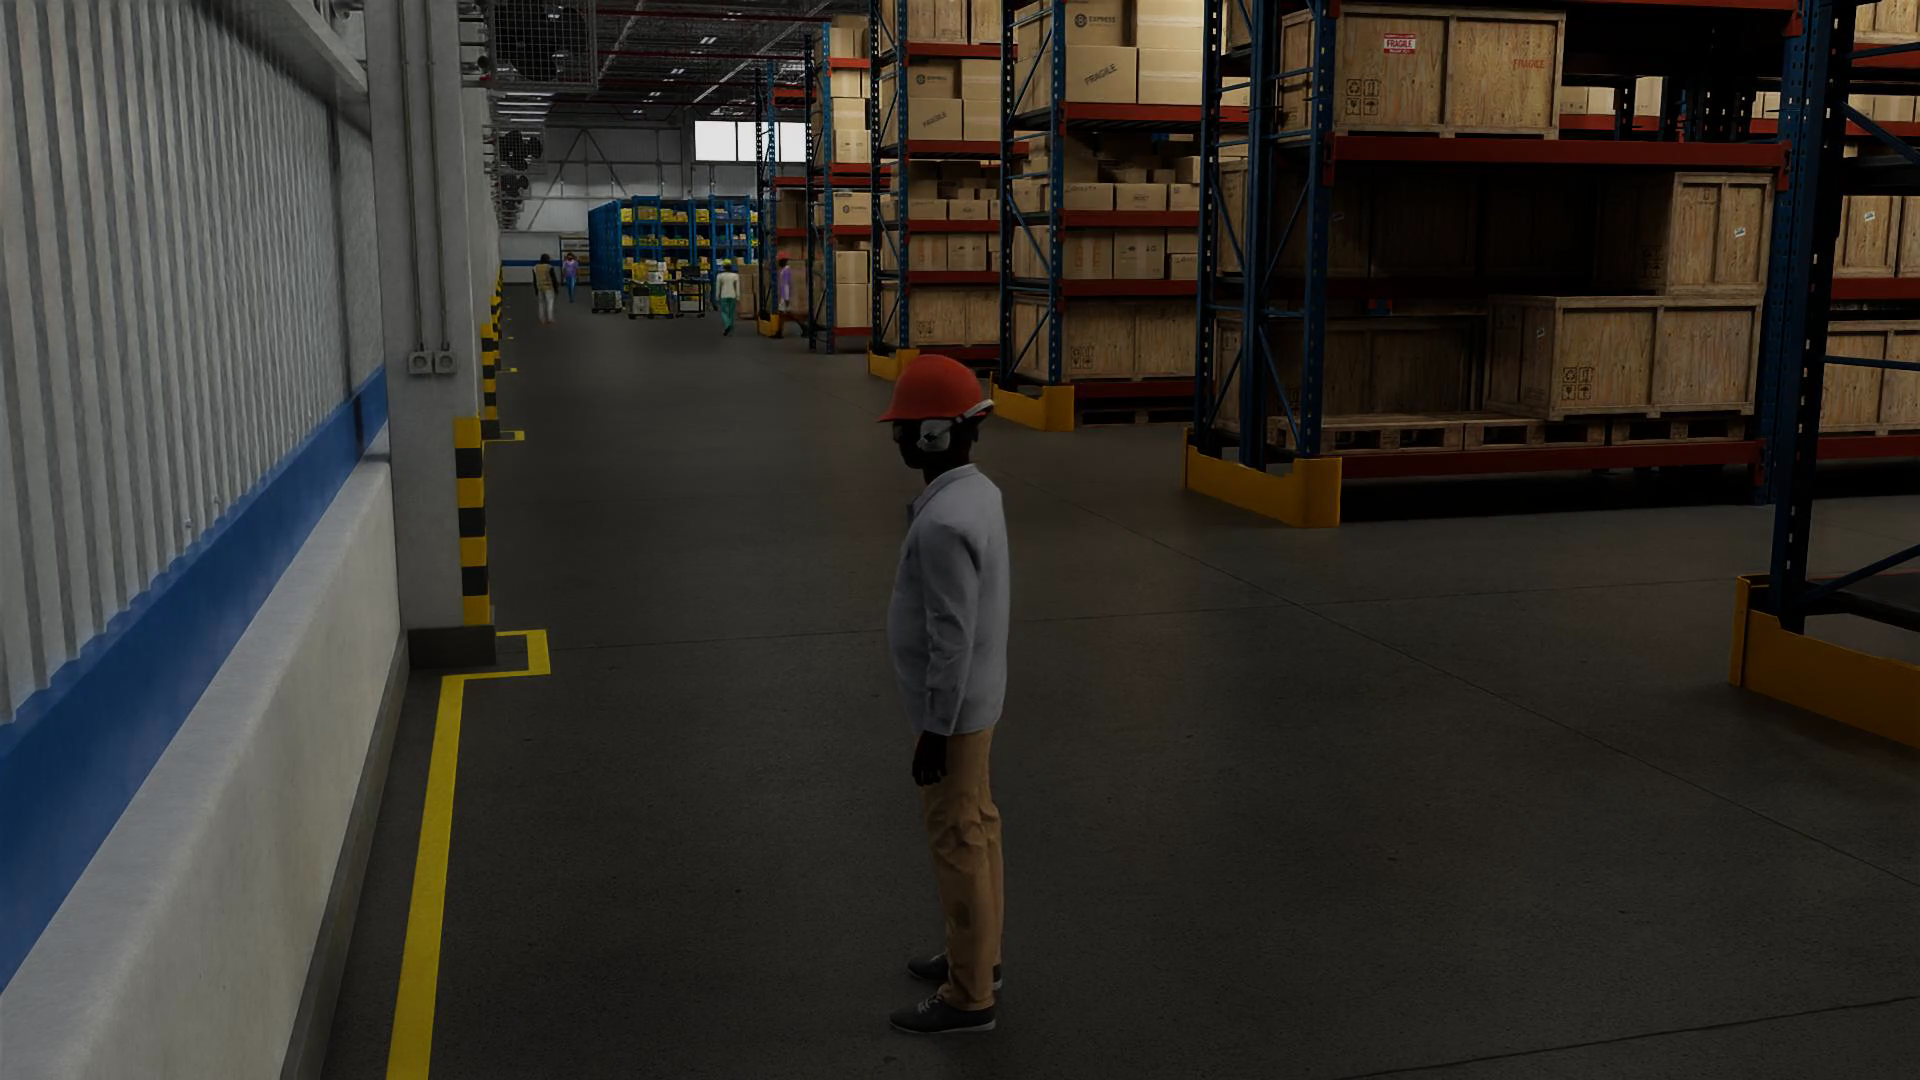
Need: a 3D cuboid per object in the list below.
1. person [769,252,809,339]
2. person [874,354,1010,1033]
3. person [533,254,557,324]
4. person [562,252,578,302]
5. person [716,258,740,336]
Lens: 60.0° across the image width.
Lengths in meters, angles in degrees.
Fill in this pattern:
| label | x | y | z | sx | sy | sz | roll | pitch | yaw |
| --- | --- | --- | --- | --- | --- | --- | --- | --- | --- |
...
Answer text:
| label | x | y | z | sx | sy | sz | roll | pitch | yaw |
| --- | --- | --- | --- | --- | --- | --- | --- | --- | --- |
| person | -3.751 | -5.349 | 36.440 | 0.795 | 1.908 | 0.554 | 0 | 10 | -2 |
| person | -0.049 | 0.398 | 4.312 | 0.342 | 1.749 | 0.573 | 1 | 10 | 8 |
| person | -10.806 | -6.548 | 43.407 | 0.625 | 1.844 | 0.429 | 4 | 11 | 22 |
| person | -14.177 | -9.575 | 60.576 | 0.582 | 1.829 | 0.712 | 0 | 10 | -2 |
| person | -5.233 | -5.465 | 37.485 | 0.552 | 1.751 | 0.364 | -3 | 11 | -17 |
